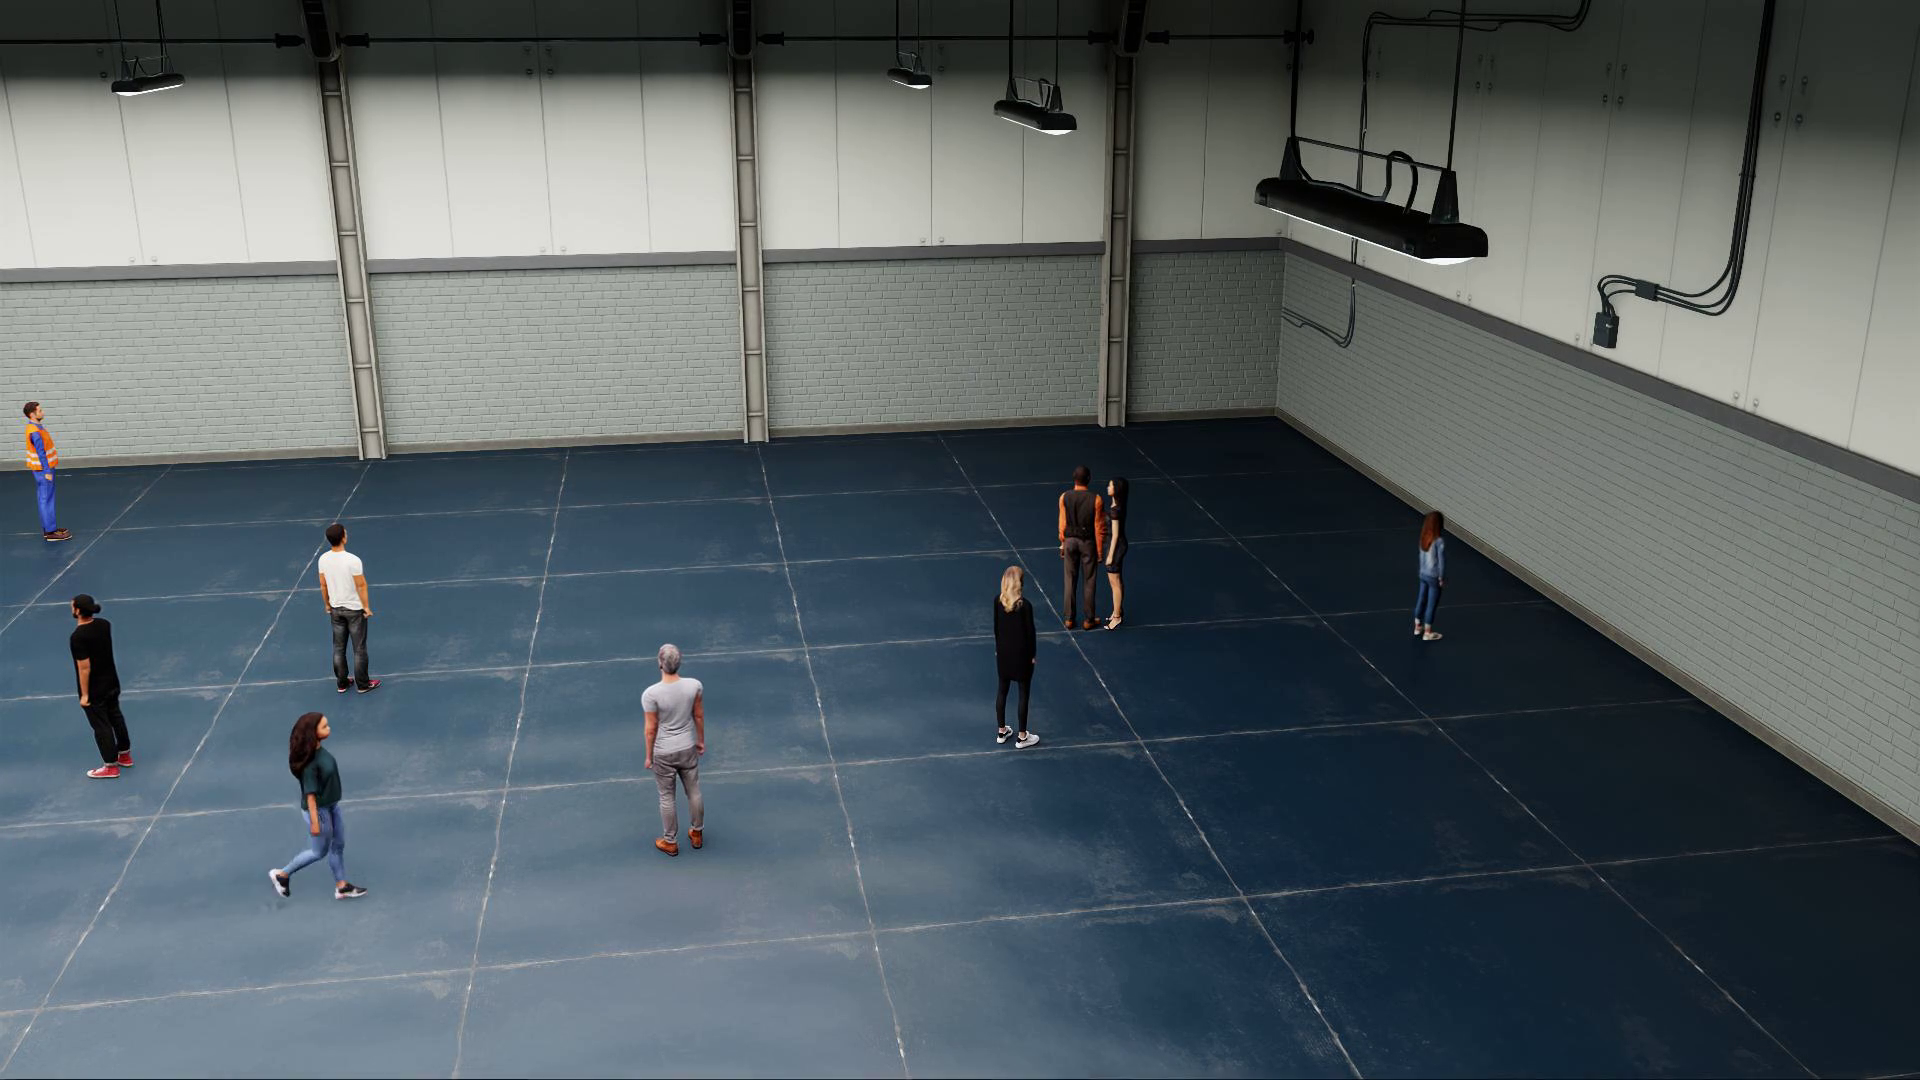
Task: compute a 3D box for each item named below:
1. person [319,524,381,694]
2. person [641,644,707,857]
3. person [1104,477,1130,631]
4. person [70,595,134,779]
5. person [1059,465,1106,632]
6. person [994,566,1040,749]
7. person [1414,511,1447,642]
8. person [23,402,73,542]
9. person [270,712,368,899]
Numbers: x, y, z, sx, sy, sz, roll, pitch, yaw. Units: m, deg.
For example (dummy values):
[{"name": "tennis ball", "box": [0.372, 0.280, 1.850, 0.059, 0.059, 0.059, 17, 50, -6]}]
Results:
[{"name": "person", "box": [-6.330, 0.698, 17.141, 0.600, 1.804, 0.769, 3, 18, 10]}, {"name": "person", "box": [-2.381, 1.745, 13.885, 0.642, 1.828, 0.824, -11, 21, -31]}, {"name": "person", "box": [1.773, 0.137, 18.881, 0.606, 1.792, 0.646, 3, 18, 10]}, {"name": "person", "box": [-7.913, 1.326, 15.286, 0.670, 1.758, 0.693, 2, 18, 7]}, {"name": "person", "box": [1.370, 0.080, 18.871, 0.720, 1.907, 0.847, 6, 19, 17]}, {"name": "person", "box": [0.516, 1.108, 15.886, 0.681, 1.802, 0.739, 12, 22, 34]}, {"name": "person", "box": [5.266, 0.390, 18.616, 0.541, 1.475, 0.594, -7, 19, -20]}, {"name": "person", "box": [-12.144, -0.926, 22.030, 0.755, 1.864, 0.771, -12, 21, -32]}, {"name": "person", "box": [-5.118, 2.123, 13.088, 0.908, 1.604, 0.584, -3, 18, -10]}]
